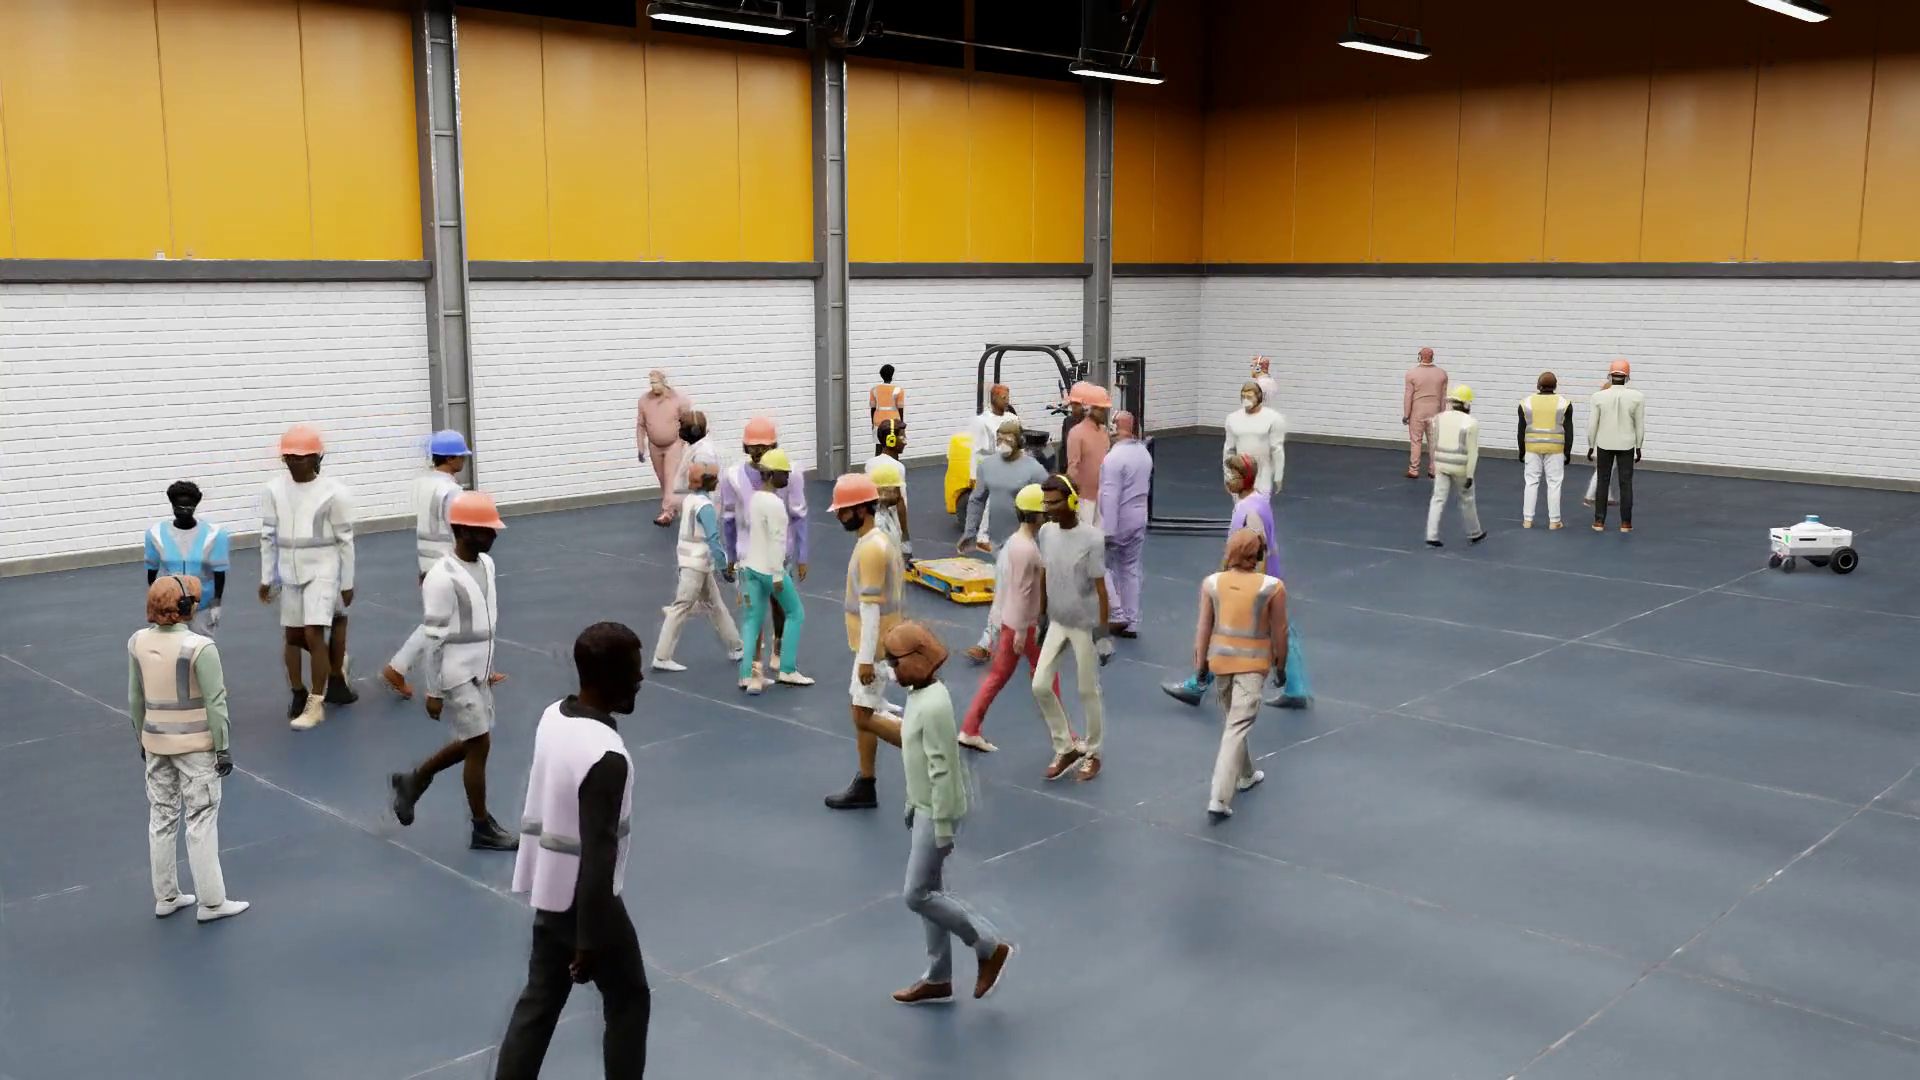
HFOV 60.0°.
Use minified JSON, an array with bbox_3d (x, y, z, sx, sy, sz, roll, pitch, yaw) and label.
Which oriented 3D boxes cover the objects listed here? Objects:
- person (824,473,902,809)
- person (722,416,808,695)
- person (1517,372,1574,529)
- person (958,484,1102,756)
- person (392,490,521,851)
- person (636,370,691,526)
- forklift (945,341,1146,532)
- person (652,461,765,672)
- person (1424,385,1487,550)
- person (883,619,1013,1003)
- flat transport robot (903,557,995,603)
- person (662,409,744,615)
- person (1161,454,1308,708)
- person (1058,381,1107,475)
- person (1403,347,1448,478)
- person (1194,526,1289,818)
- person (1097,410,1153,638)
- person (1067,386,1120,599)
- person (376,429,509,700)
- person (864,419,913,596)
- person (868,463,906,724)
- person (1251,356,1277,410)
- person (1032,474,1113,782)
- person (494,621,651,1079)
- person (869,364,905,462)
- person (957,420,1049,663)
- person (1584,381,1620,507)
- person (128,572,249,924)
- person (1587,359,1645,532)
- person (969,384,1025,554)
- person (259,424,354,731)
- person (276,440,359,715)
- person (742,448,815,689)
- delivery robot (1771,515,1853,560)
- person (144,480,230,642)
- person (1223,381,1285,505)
[{"bbox_3d":[-0.420,0.583,9.267,0.660,1.909,0.586,0,9,-1],"label":"person"},{"bbox_3d":[-1.428,0.067,12.216,0.621,1.984,1.079,-1,9,-4],"label":"person"},{"bbox_3d":[6.829,-1.041,19.423,0.627,1.843,0.429,4,10,26],"label":"person"},{"bbox_3d":[0.402,0.502,10.327,0.899,1.723,0.533,-1,9,-4],"label":"person"},{"bbox_3d":[-2.663,0.678,8.689,0.753,1.910,0.553,2,9,12],"label":"person"},{"bbox_3d":[-3.499,-1.107,19.845,0.691,1.859,1.015,2,9,11],"label":"person"},{"bbox_3d":[0.977,-1.223,19.452,2.313,2.155,1.214,2,9,11],"label":"forklift"},{"bbox_3d":[-1.939,0.199,12.584,0.901,1.582,0.523,-3,10,-18],"label":"person"},{"bbox_3d":[5.407,-0.794,18.086,0.934,1.783,0.588,-9,13,-42],"label":"person"},{"bbox_3d":[-0.085,1.124,6.820,0.460,1.607,0.545,-1,9,-8],"label":"person"},{"bbox_3d":[0.038,0.358,15.643,0.652,0.197,1.431,-4,10,-25],"label":"flat transport robot"},{"bbox_3d":[-2.234,-0.252,14.656,0.755,1.818,0.627,-1,9,-8],"label":"person"},{"bbox_3d":[1.938,0.295,11.418,1.011,1.779,0.587,2,9,12],"label":"person"},{"bbox_3d":[1.241,-0.556,16.038,0.645,1.974,0.626,-7,12,-37],"label":"person"},{"bbox_3d":[6.721,-1.839,24.114,0.639,1.908,0.409,-1,9,-7],"label":"person"},{"bbox_3d":[1.566,0.726,9.358,0.495,1.592,0.879,7,11,35],"label":"person"},{"bbox_3d":[1.311,-0.125,13.667,0.422,1.890,0.653,7,12,36],"label":"person"},{"bbox_3d":[1.143,-0.445,15.376,0.760,1.969,0.627,8,12,40],"label":"person"},{"bbox_3d":[-3.710,0.170,11.786,0.923,1.912,0.621,-7,11,-35],"label":"person"},{"bbox_3d":[-0.557,-0.024,13.119,0.334,1.864,0.521,-7,12,-36],"label":"person"},{"bbox_3d":[-0.513,0.350,11.184,0.312,1.744,0.487,0,9,0],"label":"person"},{"bbox_3d":[3.890,-1.445,21.692,0.409,1.907,0.651,4,10,23],"label":"person"},{"bbox_3d":[0.656,0.528,9.803,0.667,1.838,0.580,8,12,42],"label":"person"},{"bbox_3d":[-1.306,1.206,5.585,0.710,1.882,0.611,-6,11,-34],"label":"person"},{"bbox_3d":[-1.029,-1.635,23.531,0.532,1.694,0.320,3,10,17],"label":"person"},{"bbox_3d":[0.386,-0.006,12.991,0.641,1.883,1.072,9,13,43],"label":"person"},{"bbox_3d":[8.244,-1.222,21.206,0.318,1.642,0.507,5,10,27],"label":"person"},{"bbox_3d":[-3.609,0.966,7.728,0.525,1.639,0.307,3,10,19],"label":"person"},{"bbox_3d":[7.588,-1.091,19.252,0.610,1.996,0.384,4,10,21],"label":"person"},{"bbox_3d":[0.432,-0.710,17.442,0.601,1.823,1.015,-7,12,-38],"label":"person"},{"bbox_3d":[-4.330,0.214,11.172,0.613,2.022,0.842,2,9,12],"label":"person"},{"bbox_3d":[-4.451,0.220,11.444,0.546,1.913,0.657,2,9,10],"label":"person"},{"bbox_3d":[-1.331,0.211,12.022,0.620,1.738,0.548,-5,11,-30],"label":"person"},{"bbox_3d":[8.549,-0.004,16.706,0.707,0.478,0.477,0,9,-1],"label":"delivery robot"},{"bbox_3d":[-5.088,0.419,10.981,0.529,1.666,0.580,-3,10,-20],"label":"person"},{"bbox_3d":[2.941,-0.641,16.712,0.651,1.923,0.474,6,11,32],"label":"person"}]
